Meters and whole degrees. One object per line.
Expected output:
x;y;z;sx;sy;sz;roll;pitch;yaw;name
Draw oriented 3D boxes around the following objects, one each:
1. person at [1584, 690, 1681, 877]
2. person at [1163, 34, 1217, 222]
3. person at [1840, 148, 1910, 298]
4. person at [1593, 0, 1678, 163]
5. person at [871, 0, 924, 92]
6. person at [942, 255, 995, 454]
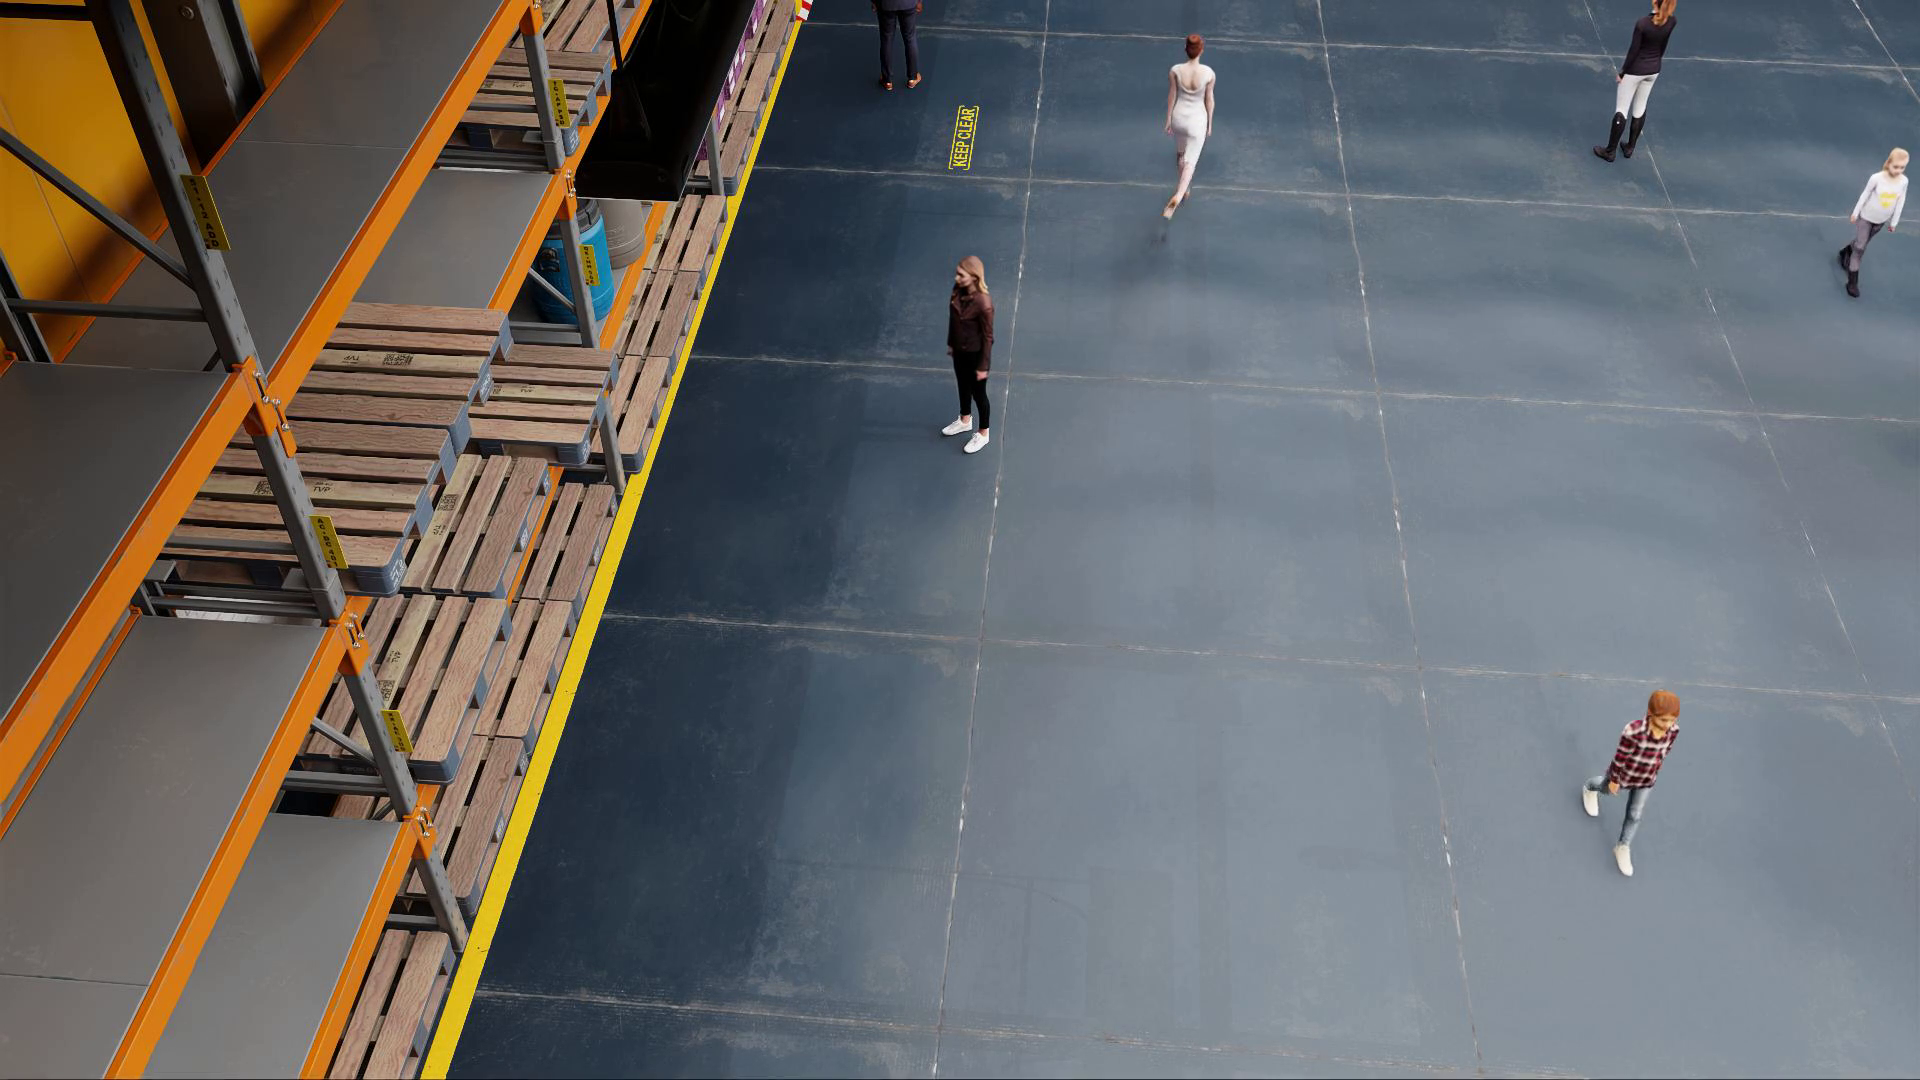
3.986;1.320;9.929;0.573;1.283;0.923;-1;44;-1;person
1.994;-3.622;14.765;0.765;1.770;1.111;14;45;15;person
7.828;-2.801;14.278;0.496;1.252;0.877;4;44;4;person
6.361;-4.367;15.576;0.647;1.729;0.660;-12;45;-13;person
-0.625;-5.360;16.550;0.731;1.824;0.649;-3;44;-3;person
0.087;-1.418;12.498;0.731;1.704;0.653;-26;50;-25;person
